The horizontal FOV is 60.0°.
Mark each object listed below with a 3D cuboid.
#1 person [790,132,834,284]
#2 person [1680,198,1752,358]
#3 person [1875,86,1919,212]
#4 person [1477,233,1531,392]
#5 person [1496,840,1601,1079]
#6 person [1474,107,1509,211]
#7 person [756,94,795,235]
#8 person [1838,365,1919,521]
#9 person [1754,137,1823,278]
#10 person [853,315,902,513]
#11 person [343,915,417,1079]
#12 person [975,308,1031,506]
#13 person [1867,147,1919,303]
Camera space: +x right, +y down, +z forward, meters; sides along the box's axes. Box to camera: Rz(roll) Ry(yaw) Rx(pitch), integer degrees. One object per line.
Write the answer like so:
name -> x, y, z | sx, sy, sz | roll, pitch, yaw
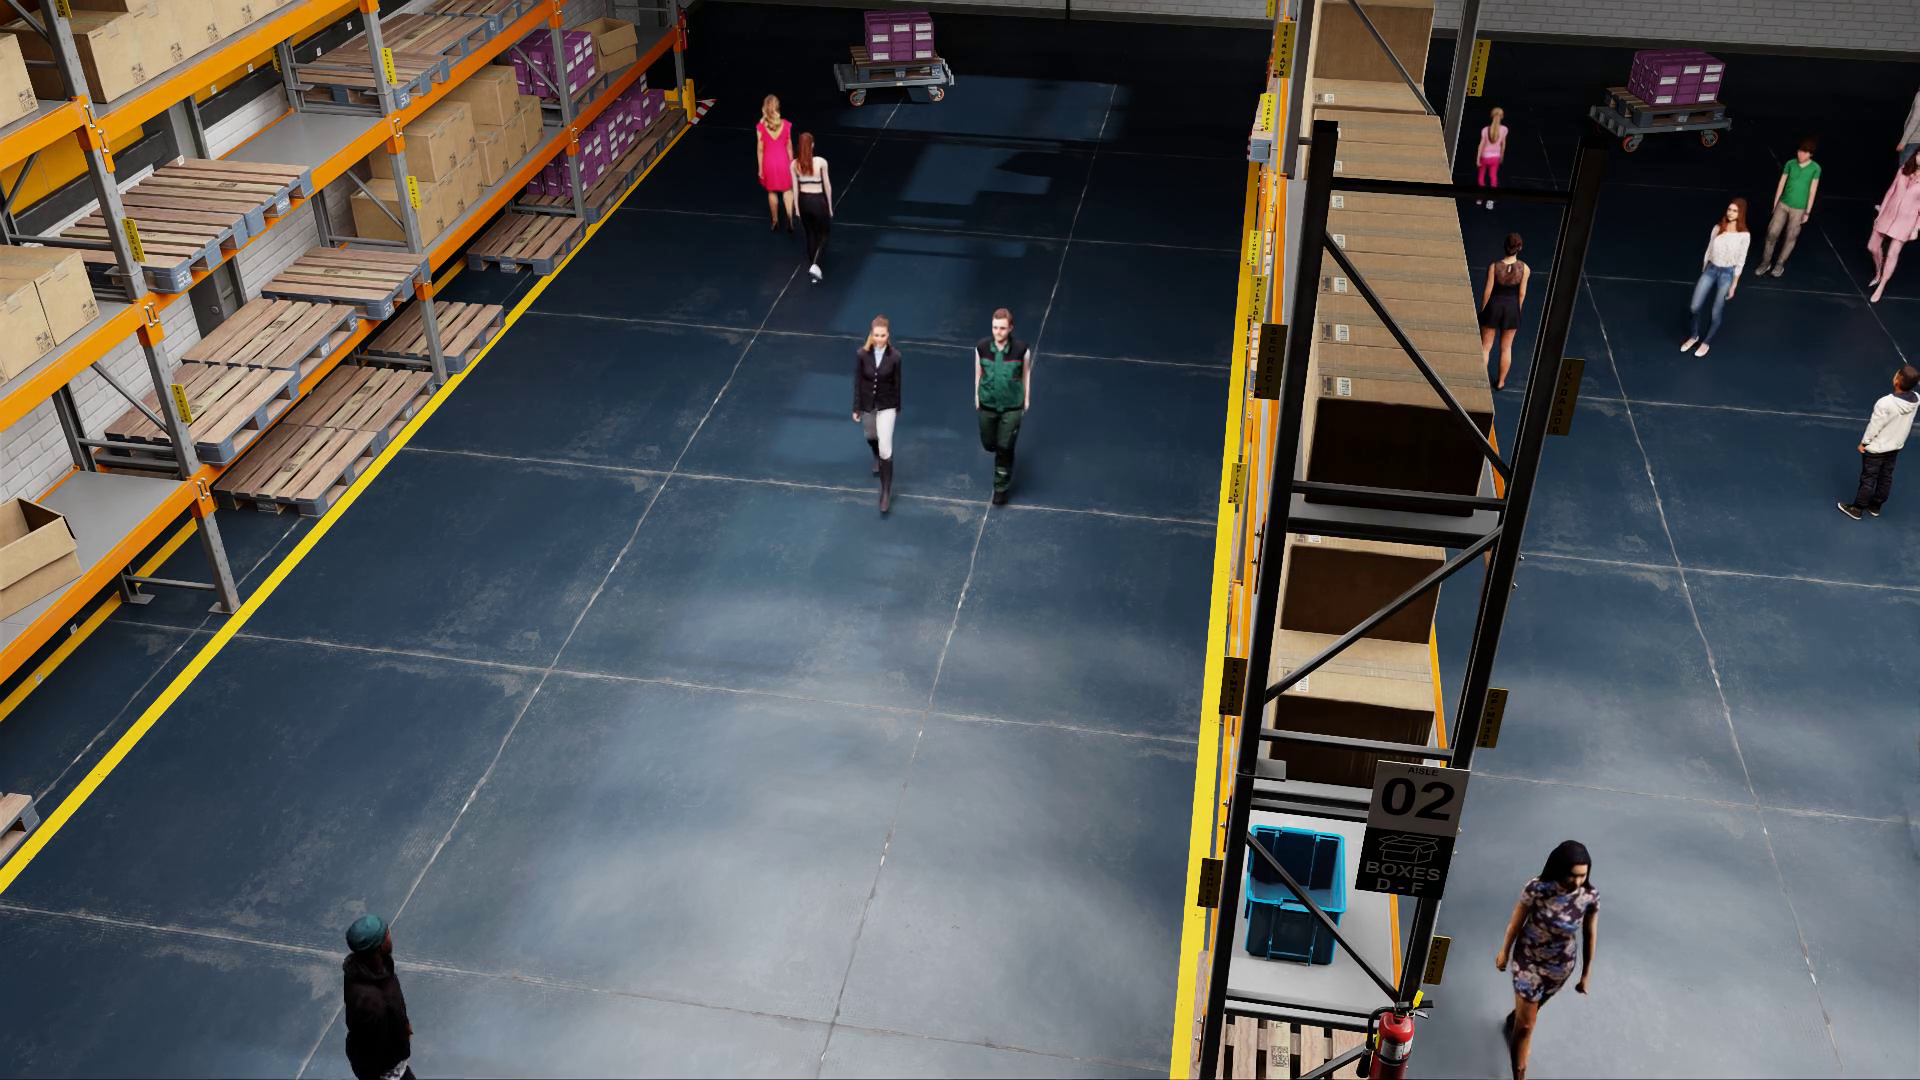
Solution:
person -> -1.642, -3.627, 18.400 | 0.628, 1.731, 0.719 | 3, 34, 5
person -> 7.809, -2.700, 17.019 | 0.694, 1.717, 0.735 | 26, 41, 33
person -> 11.579, -4.856, 20.141 | 0.739, 1.851, 0.815 | -24, 40, -31
person -> 5.323, -2.243, 16.372 | 0.570, 1.672, 0.553 | 5, 34, 7
person -> 3.310, 2.347, 9.448 | 0.710, 1.692, 1.056 | 2, 34, 2
person -> 6.525, -4.678, 20.407 | 0.516, 1.259, 0.782 | 3, 34, 4
person -> -2.147, -4.363, 19.523 | 0.785, 1.714, 0.916 | -9, 35, -13
person -> 8.050, -0.848, 14.470 | 0.659, 1.454, 0.650 | -9, 35, -13
person -> 9.390, -3.764, 18.692 | 0.720, 1.636, 0.787 | 23, 40, 31
person -> -0.735, -1.188, 14.765 | 0.585, 1.692, 1.143 | 4, 34, 6
person -> -3.097, 2.751, 8.761 | 0.895, 1.781, 0.796 | -6, 34, -8
person -> 0.385, -1.251, 14.742 | 0.668, 1.824, 1.028 | 7, 34, 10
person -> 10.277, -3.492, 18.142 | 0.898, 1.793, 0.839 | -22, 40, -30
